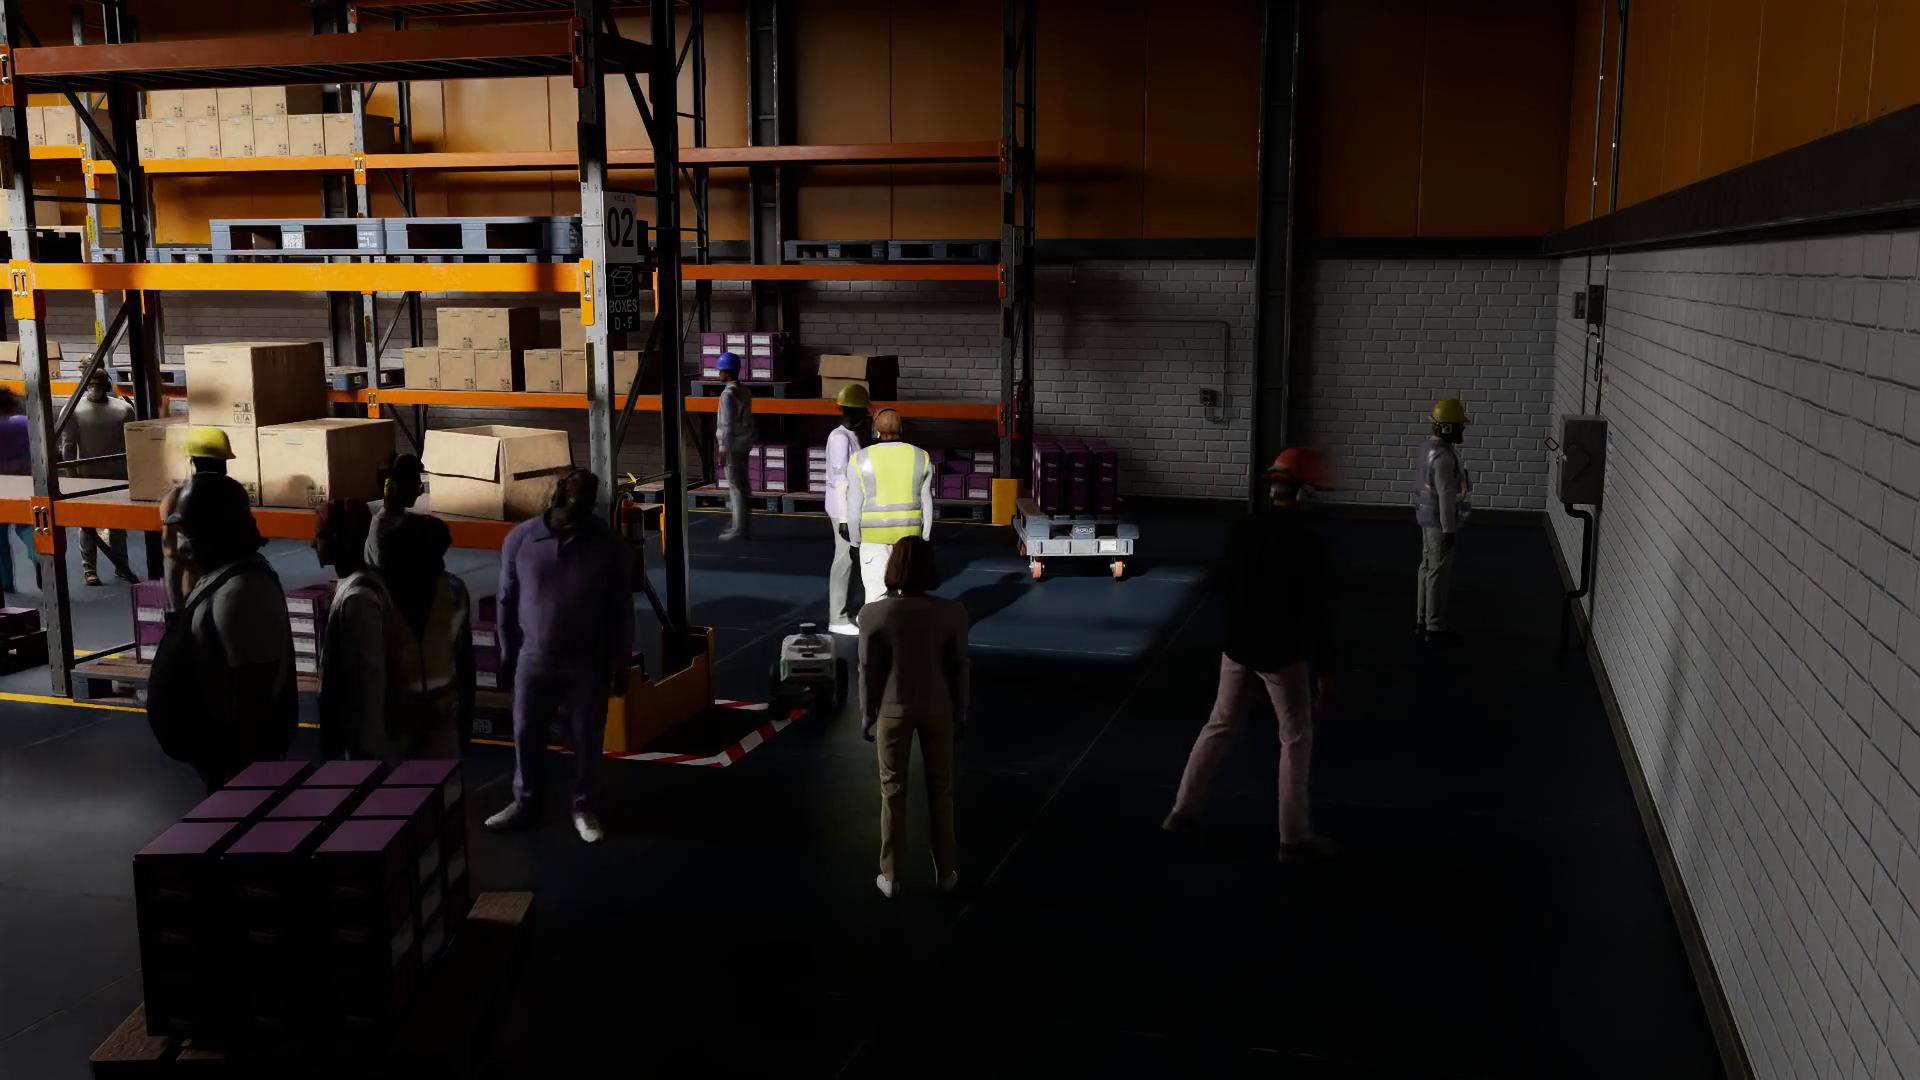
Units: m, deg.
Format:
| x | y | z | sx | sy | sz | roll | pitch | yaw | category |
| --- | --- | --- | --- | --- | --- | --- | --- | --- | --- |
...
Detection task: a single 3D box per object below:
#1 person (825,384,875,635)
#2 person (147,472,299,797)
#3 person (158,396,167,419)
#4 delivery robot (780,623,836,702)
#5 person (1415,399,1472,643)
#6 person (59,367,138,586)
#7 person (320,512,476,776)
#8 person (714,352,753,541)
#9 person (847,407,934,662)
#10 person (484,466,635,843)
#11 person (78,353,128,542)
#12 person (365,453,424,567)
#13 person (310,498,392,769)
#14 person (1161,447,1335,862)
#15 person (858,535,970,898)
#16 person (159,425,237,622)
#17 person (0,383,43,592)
| x | y | z | sx | sy | sz | roll | pitch | yaw | category |
| --- | --- | --- | --- | --- | --- | --- | --- | --- | --- |
| -0.834 | -0.235 | 12.778 | 0.382 | 1.919 | 0.585 | 1 | 9 | 7 | person |
| -2.840 | 0.745 | 6.433 | 0.536 | 2.000 | 0.683 | -4 | 10 | -24 | person |
| -9.039 | -1.081 | 18.850 | 0.659 | 1.614 | 0.513 | 1 | 9 | 5 | person |
| -0.960 | 0.770 | 10.514 | 0.477 | 0.478 | 0.707 | -1 | 9 | -5 | delivery robot |
| 3.637 | -0.146 | 12.520 | 0.404 | 1.832 | 0.605 | 0 | 9 | 3 | person |
| -7.622 | -0.575 | 14.801 | 0.377 | 1.937 | 0.629 | 9 | 13 | 44 | person |
| -2.343 | 0.782 | 6.909 | 0.716 | 1.816 | 0.495 | -8 | 12 | -39 | person |
| -2.327 | -0.960 | 17.115 | 0.403 | 1.945 | 0.614 | 2 | 9 | 10 | person |
| -0.495 | -0.013 | 11.656 | 0.627 | 1.847 | 0.429 | -2 | 10 | -15 | person |
| -1.932 | 0.561 | 8.090 | 0.729 | 1.871 | 0.474 | 0 | 9 | -2 | person |
| -8.772 | -0.940 | 17.018 | 0.376 | 1.940 | 0.629 | -2 | 10 | -13 | person |
| -2.886 | 0.475 | 8.625 | 0.329 | 1.865 | 0.509 | -2 | 9 | -10 | person |
| -2.454 | 0.757 | 6.840 | 0.337 | 1.882 | 0.585 | -3 | 10 | -19 | person |
| 1.414 | 0.543 | 7.922 | 0.602 | 1.963 | 0.846 | -8 | 12 | -41 | person |
| -0.204 | 0.788 | 7.413 | 0.500 | 1.633 | 0.285 | -1 | 9 | -5 | person |
| -4.332 | 0.287 | 9.616 | 0.493 | 1.912 | 0.590 | 3 | 10 | 17 | person |
| -8.141 | -0.428 | 14.261 | 0.627 | 1.822 | 0.569 | 8 | 12 | 39 | person |
